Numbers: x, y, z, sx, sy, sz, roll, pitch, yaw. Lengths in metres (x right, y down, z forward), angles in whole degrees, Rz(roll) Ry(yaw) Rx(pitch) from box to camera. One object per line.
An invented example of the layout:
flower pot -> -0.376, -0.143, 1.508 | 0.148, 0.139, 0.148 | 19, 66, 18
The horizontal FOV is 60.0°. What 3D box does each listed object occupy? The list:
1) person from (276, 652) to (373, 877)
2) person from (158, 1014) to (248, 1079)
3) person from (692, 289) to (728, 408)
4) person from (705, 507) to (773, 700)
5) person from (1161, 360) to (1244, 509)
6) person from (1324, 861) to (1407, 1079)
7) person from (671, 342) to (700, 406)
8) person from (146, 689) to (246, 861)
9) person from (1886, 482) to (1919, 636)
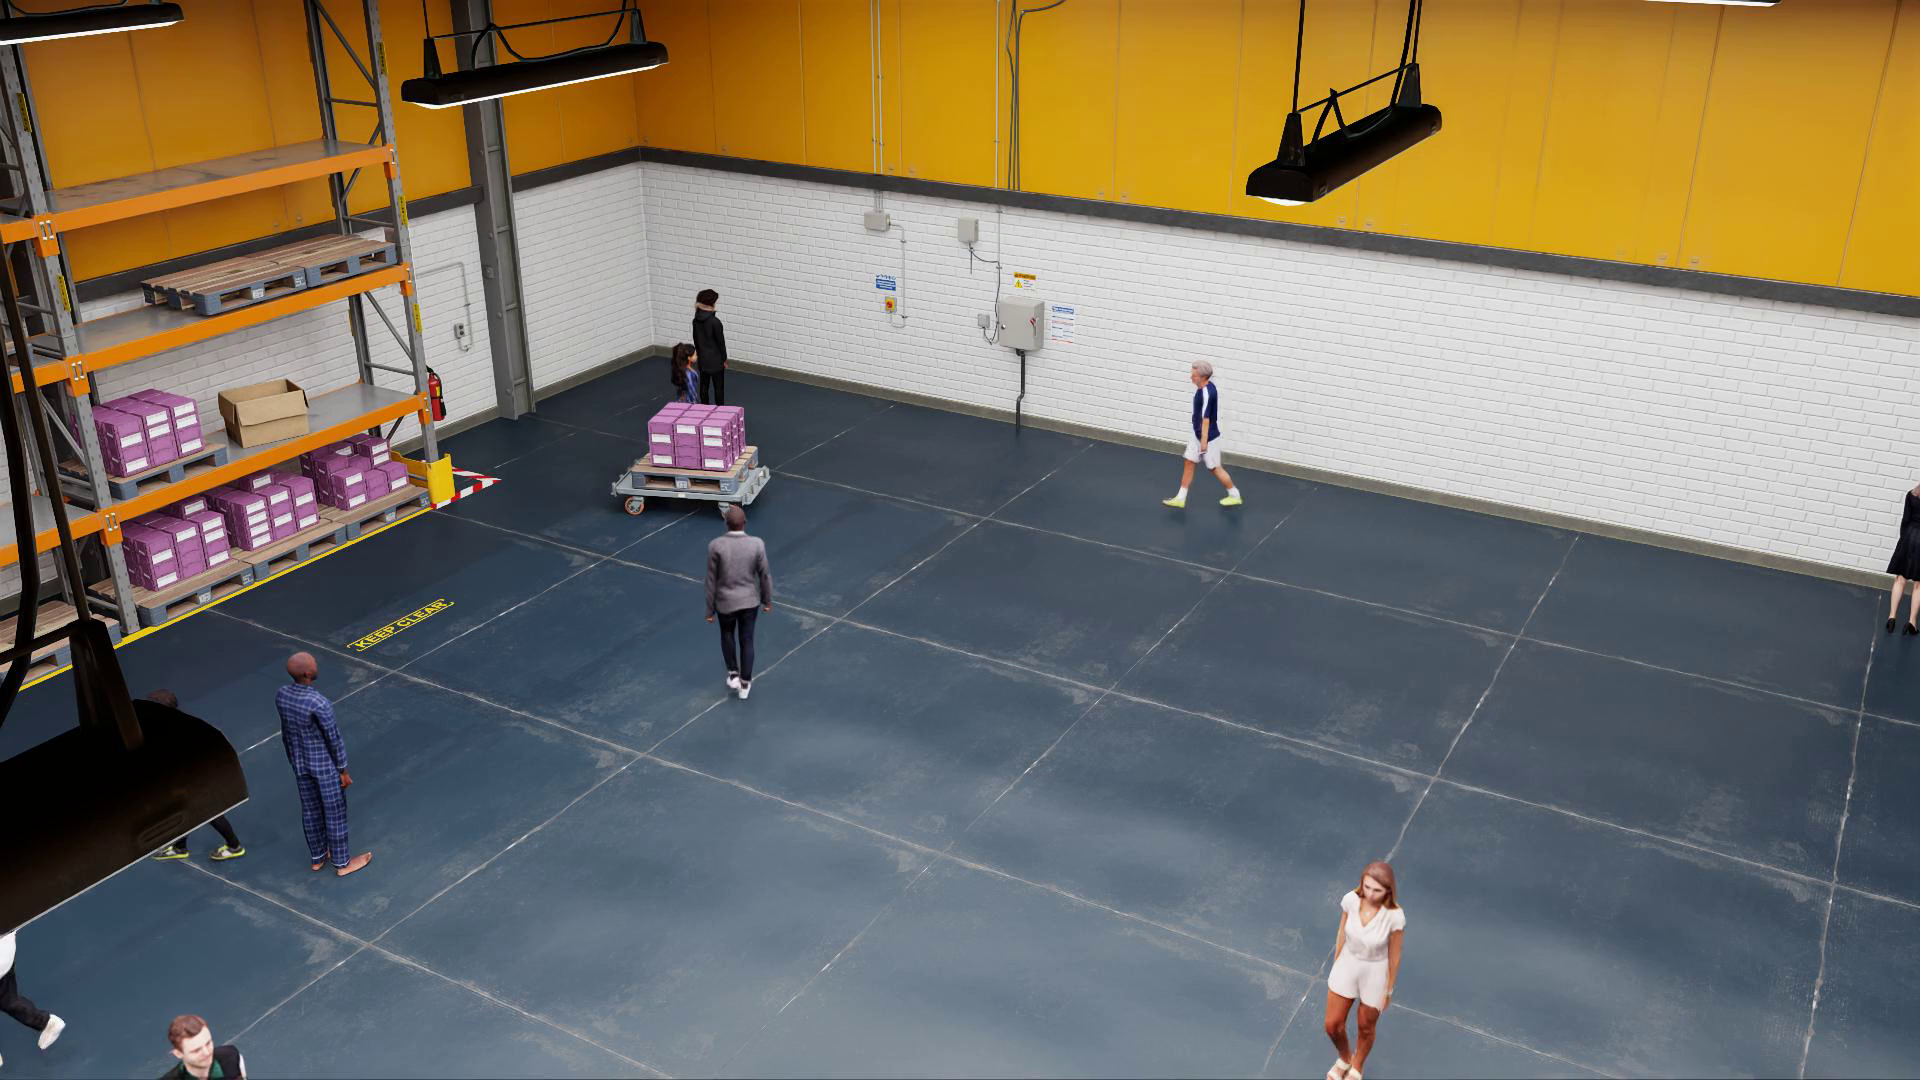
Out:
person -> -4.768, 1.647, 12.330 | 0.688, 1.818, 0.623 | 9, 25, 20
person -> -3.888, 3.231, 8.678 | 0.740, 1.841, 0.575 | 20, 30, 38
person -> -3.236, -2.377, 21.586 | 0.619, 1.777, 0.600 | 12, 26, 25
person -> -1.968, 0.601, 14.737 | 0.867, 1.807, 0.890 | -3, 24, -6
person -> 2.865, -1.163, 18.800 | 1.104, 1.784, 1.190 | 2, 24, 5
person -> 2.513, 2.639, 10.224 | 0.584, 1.686, 0.615 | 15, 28, 31
person -> -3.350, -1.581, 19.967 | 0.784, 1.615, 0.720 | -6, 24, -13
person -> -5.712, 1.756, 12.460 | 0.957, 1.514, 0.876 | -4, 24, -9
person -> 9.225, 0.085, 15.991 | 0.653, 1.748, 0.643 | 22, 32, 40
